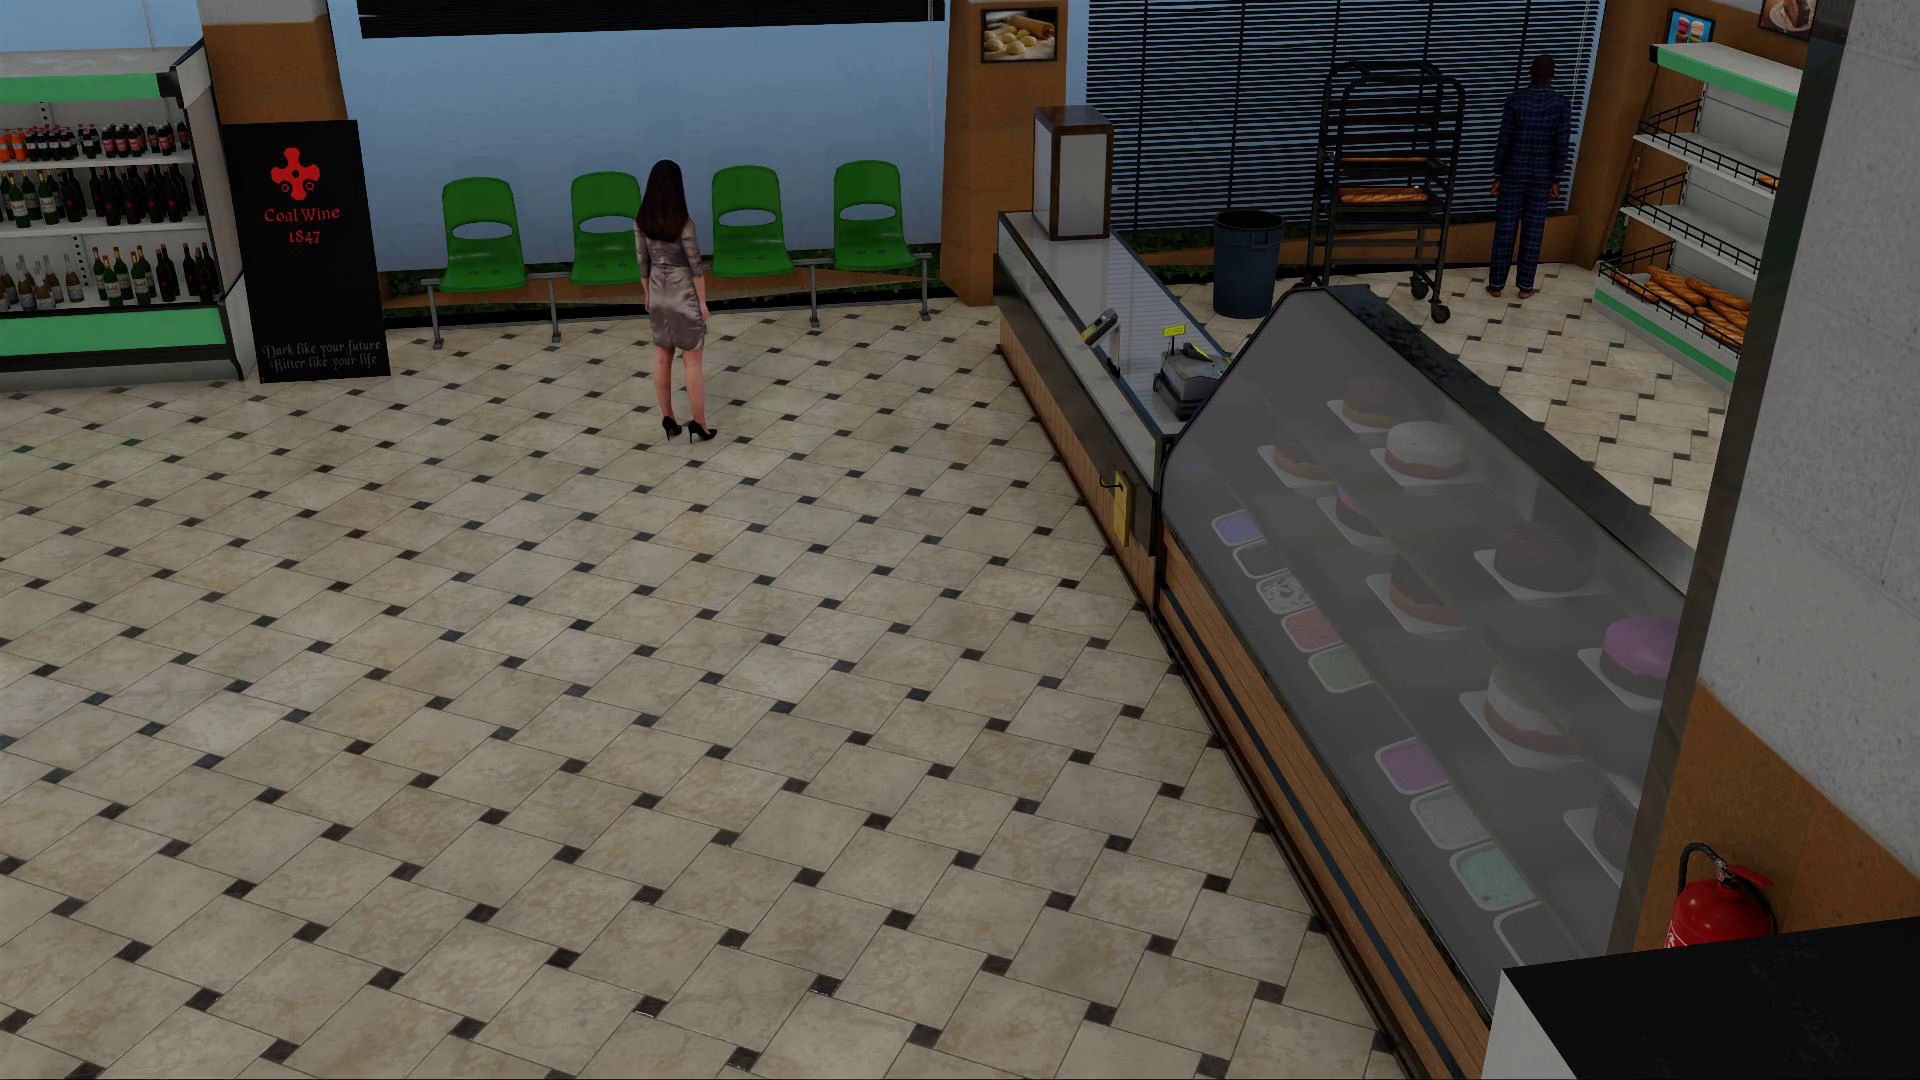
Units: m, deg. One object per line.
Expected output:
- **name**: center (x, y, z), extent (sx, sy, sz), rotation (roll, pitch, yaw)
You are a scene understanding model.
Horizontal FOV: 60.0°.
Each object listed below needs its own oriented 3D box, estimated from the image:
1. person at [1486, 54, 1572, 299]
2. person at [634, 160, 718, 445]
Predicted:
- **person**: center (4.256, -2.734, 12.520), extent (0.702, 1.823, 0.831), rotation (7, 28, 14)
- **person**: center (-1.716, -1.418, 10.009), extent (0.621, 1.747, 0.726), rotation (11, 29, 20)
